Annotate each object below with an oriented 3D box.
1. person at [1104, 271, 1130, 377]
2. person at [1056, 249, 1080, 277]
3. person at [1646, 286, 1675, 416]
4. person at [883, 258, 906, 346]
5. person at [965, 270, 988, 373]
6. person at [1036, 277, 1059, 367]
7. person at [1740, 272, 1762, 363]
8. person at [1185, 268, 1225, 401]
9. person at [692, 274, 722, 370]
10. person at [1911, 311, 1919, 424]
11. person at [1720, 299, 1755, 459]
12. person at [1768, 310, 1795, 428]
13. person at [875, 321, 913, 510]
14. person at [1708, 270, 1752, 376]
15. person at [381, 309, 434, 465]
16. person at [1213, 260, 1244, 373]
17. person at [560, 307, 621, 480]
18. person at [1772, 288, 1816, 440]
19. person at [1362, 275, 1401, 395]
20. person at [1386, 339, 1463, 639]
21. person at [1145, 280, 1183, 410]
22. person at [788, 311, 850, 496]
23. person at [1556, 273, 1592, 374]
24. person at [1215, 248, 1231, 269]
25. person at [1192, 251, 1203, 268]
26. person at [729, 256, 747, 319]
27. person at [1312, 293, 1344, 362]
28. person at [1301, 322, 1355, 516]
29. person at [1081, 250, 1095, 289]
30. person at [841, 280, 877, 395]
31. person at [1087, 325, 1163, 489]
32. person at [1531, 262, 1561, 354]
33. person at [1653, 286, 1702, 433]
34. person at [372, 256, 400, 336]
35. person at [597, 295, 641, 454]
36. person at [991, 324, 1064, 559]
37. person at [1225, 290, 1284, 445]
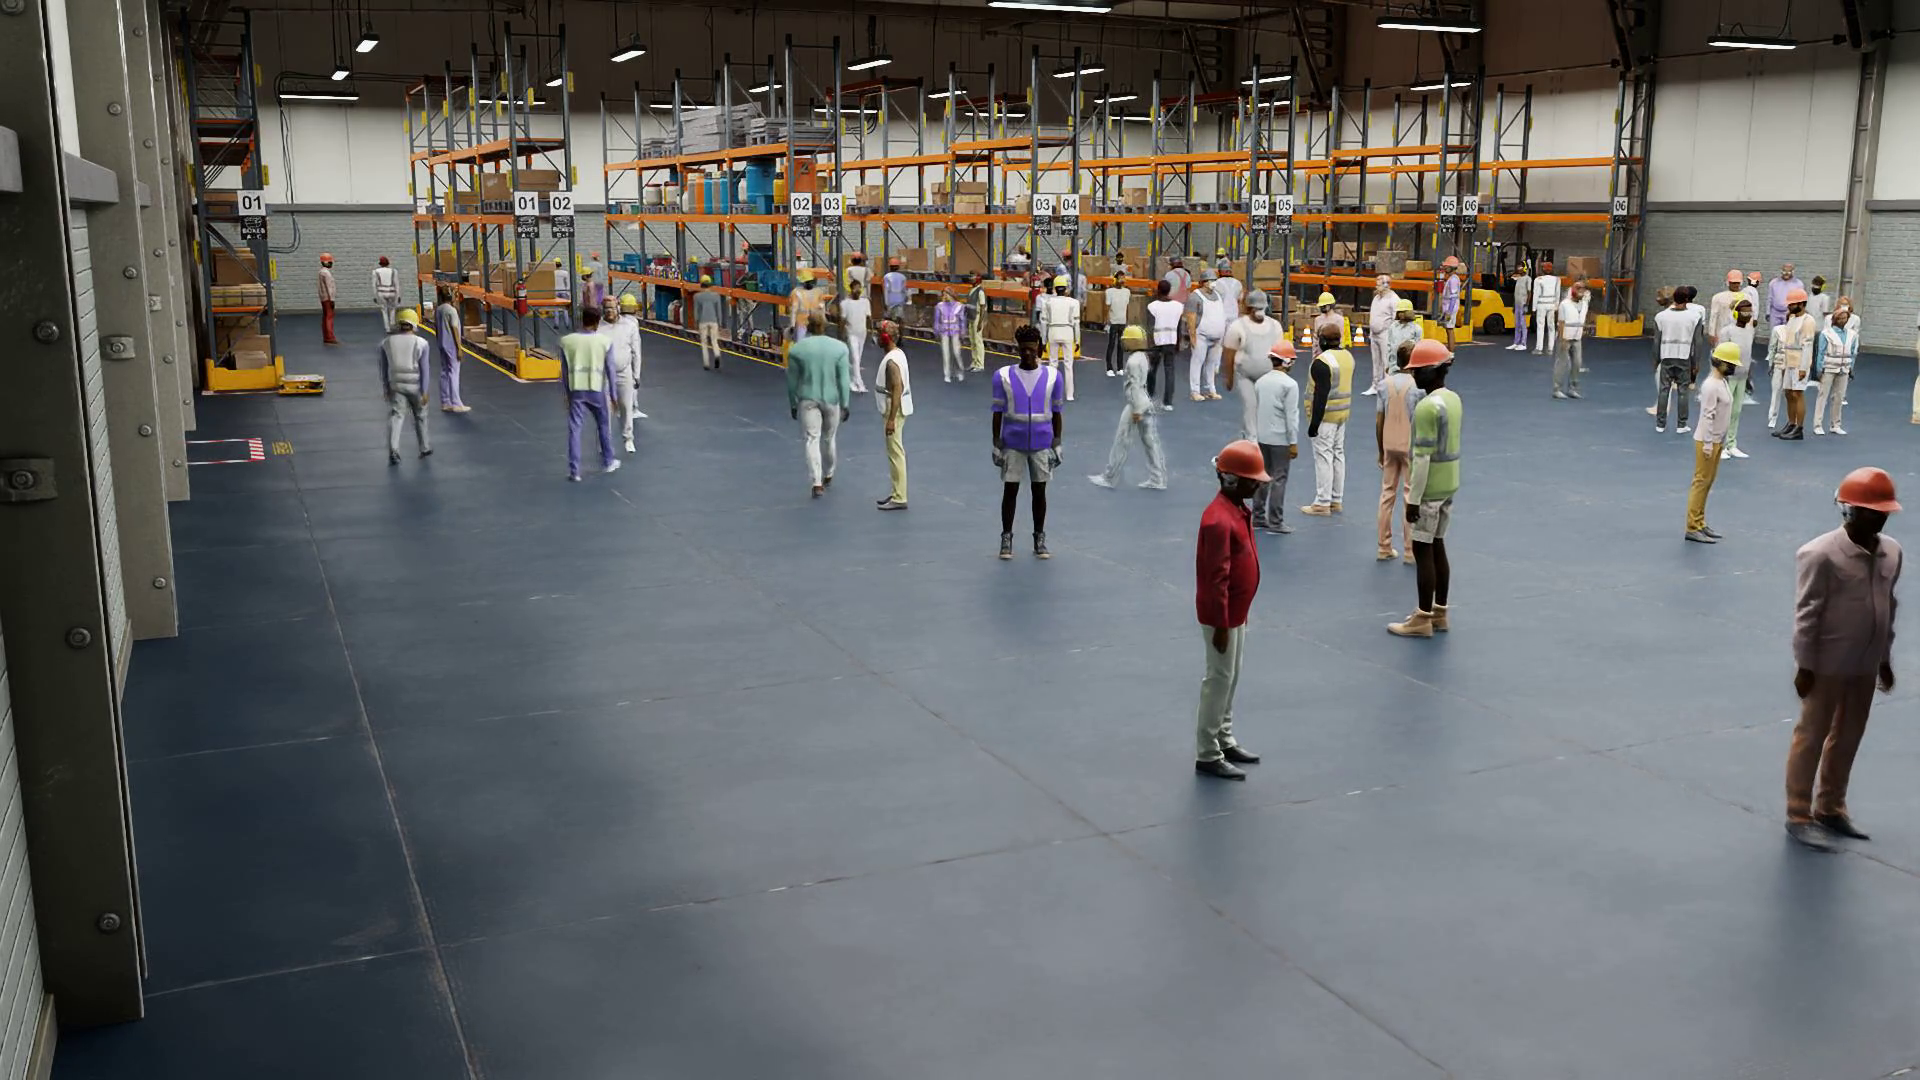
[{"bbox_3d":[2.795,-3.819,29.386,0.533,1.867,0.320,-6,12,-27],"label":"person"},{"bbox_3d":[2.579,-5.941,39.785,0.647,2.019,0.503,-4,12,-18],"label":"person"},{"bbox_3d":[10.069,-2.689,23.728,0.364,1.835,0.555,4,12,20],"label":"person"},{"bbox_3d":[-1.458,-5.175,36.224,0.566,1.883,0.972,-5,12,-25],"label":"person"},{"bbox_3d":[0.293,-3.963,30.156,0.379,1.849,0.570,-4,12,-21],"label":"person"},{"bbox_3d":[1.669,-4.068,31.090,0.540,1.695,0.320,-5,12,-22],"label":"person"},{"bbox_3d":[15.212,-4.277,32.025,0.337,1.742,0.562,-1,11,-3],"label":"person"},{"bbox_3d":[3.827,-3.165,25.614,0.682,2.000,0.537,-9,14,-37],"label":"person"},{"bbox_3d":[-4.643,-3.992,30.544,0.535,1.752,0.414,-5,12,-22],"label":"person"},{"bbox_3d":[13.374,-2.587,22.678,0.687,2.000,0.535,-7,13,-32],"label":"person"},{"bbox_3d":[9.132,-1.888,19.558,0.520,1.873,0.328,-5,12,-23],"label":"person"},{"bbox_3d":[11.120,-2.308,22.311,0.514,1.634,0.312,6,13,28],"label":"person"},{"bbox_3d":[-0.641,-1.211,16.191,0.373,1.840,0.572,0,11,-1],"label":"person"},{"bbox_3d":[12.019,-3.212,25.969,0.625,1.992,0.386,1,11,4],"label":"person"},{"bbox_3d":[-6.415,-1.772,19.229,0.595,1.790,0.953,0,11,2],"label":"person"},{"bbox_3d":[4.730,-4.038,30.050,0.684,2.000,0.538,-5,12,-23],"label":"person"},{"bbox_3d":[-4.051,-1.612,18.238,0.624,1.845,0.875,-1,11,-5],"label":"person"},{"bbox_3d":[10.641,-2.239,21.222,0.391,1.923,0.553,0,11,1],"label":"person"},{"bbox_3d":[6.622,-3.194,26.120,0.404,1.903,0.636,-4,12,-22],"label":"person"},{"bbox_3d":[3.179,-0.346,11.332,0.410,2.031,0.610,8,13,34],"label":"person"},{"bbox_3d":[2.972,-2.894,24.610,0.615,1.884,0.887,-3,12,-15],"label":"person"},{"bbox_3d":[-1.455,-1.417,17.168,0.639,1.872,1.081,-1,11,-3],"label":"person"},{"bbox_3d":[11.102,-3.888,29.899,0.543,1.797,0.813,-7,13,-33],"label":"person"},{"bbox_3d":[8.029,-8.055,51.044,0.404,1.820,0.631,-7,13,-30],"label":"person"},{"bbox_3d":[7.500,-8.254,52.420,0.542,1.681,0.653,-9,14,-38],"label":"person"},{"bbox_3d":[-5.994,-6.882,45.370,0.842,1.696,0.646,-7,13,-31],"label":"person"},{"bbox_3d":[5.223,-2.640,23.689,0.342,1.752,0.532,-9,14,-37],"label":"person"},{"bbox_3d":[3.508,-1.158,15.931,0.429,1.839,0.633,9,14,38],"label":"person"},{"bbox_3d":[3.535,-7.280,47.037,0.637,1.842,0.429,-1,11,-7],"label":"person"},{"bbox_3d":[-1.643,-3.256,26.647,0.512,1.823,0.980,-6,13,-28],"label":"person"},{"bbox_3d":[1.758,-1.386,17.426,0.848,1.699,0.496,4,12,21],"label":"person"},{"bbox_3d":[11.969,-4.737,34.008,0.575,1.882,0.359,-1,11,-6],"label":"person"},{"bbox_3d":[9.425,-2.370,21.887,0.593,1.920,0.391,7,13,30],"label":"person"},{"bbox_3d":[-13.569,-5.772,39.302,0.614,1.862,0.676,-5,12,-23],"label":"person"},{"bbox_3d":[-4.155,-1.979,19.969,0.647,1.900,0.400,-3,12,-15],"label":"person"},{"bbox_3d":[0.561,-0.814,13.854,0.609,1.964,0.367,-1,11,-4],"label":"person"},{"bbox_3d":[3.499,-2.020,19.799,0.684,2.000,1.008,-4,12,-19],"label":"person"}]
